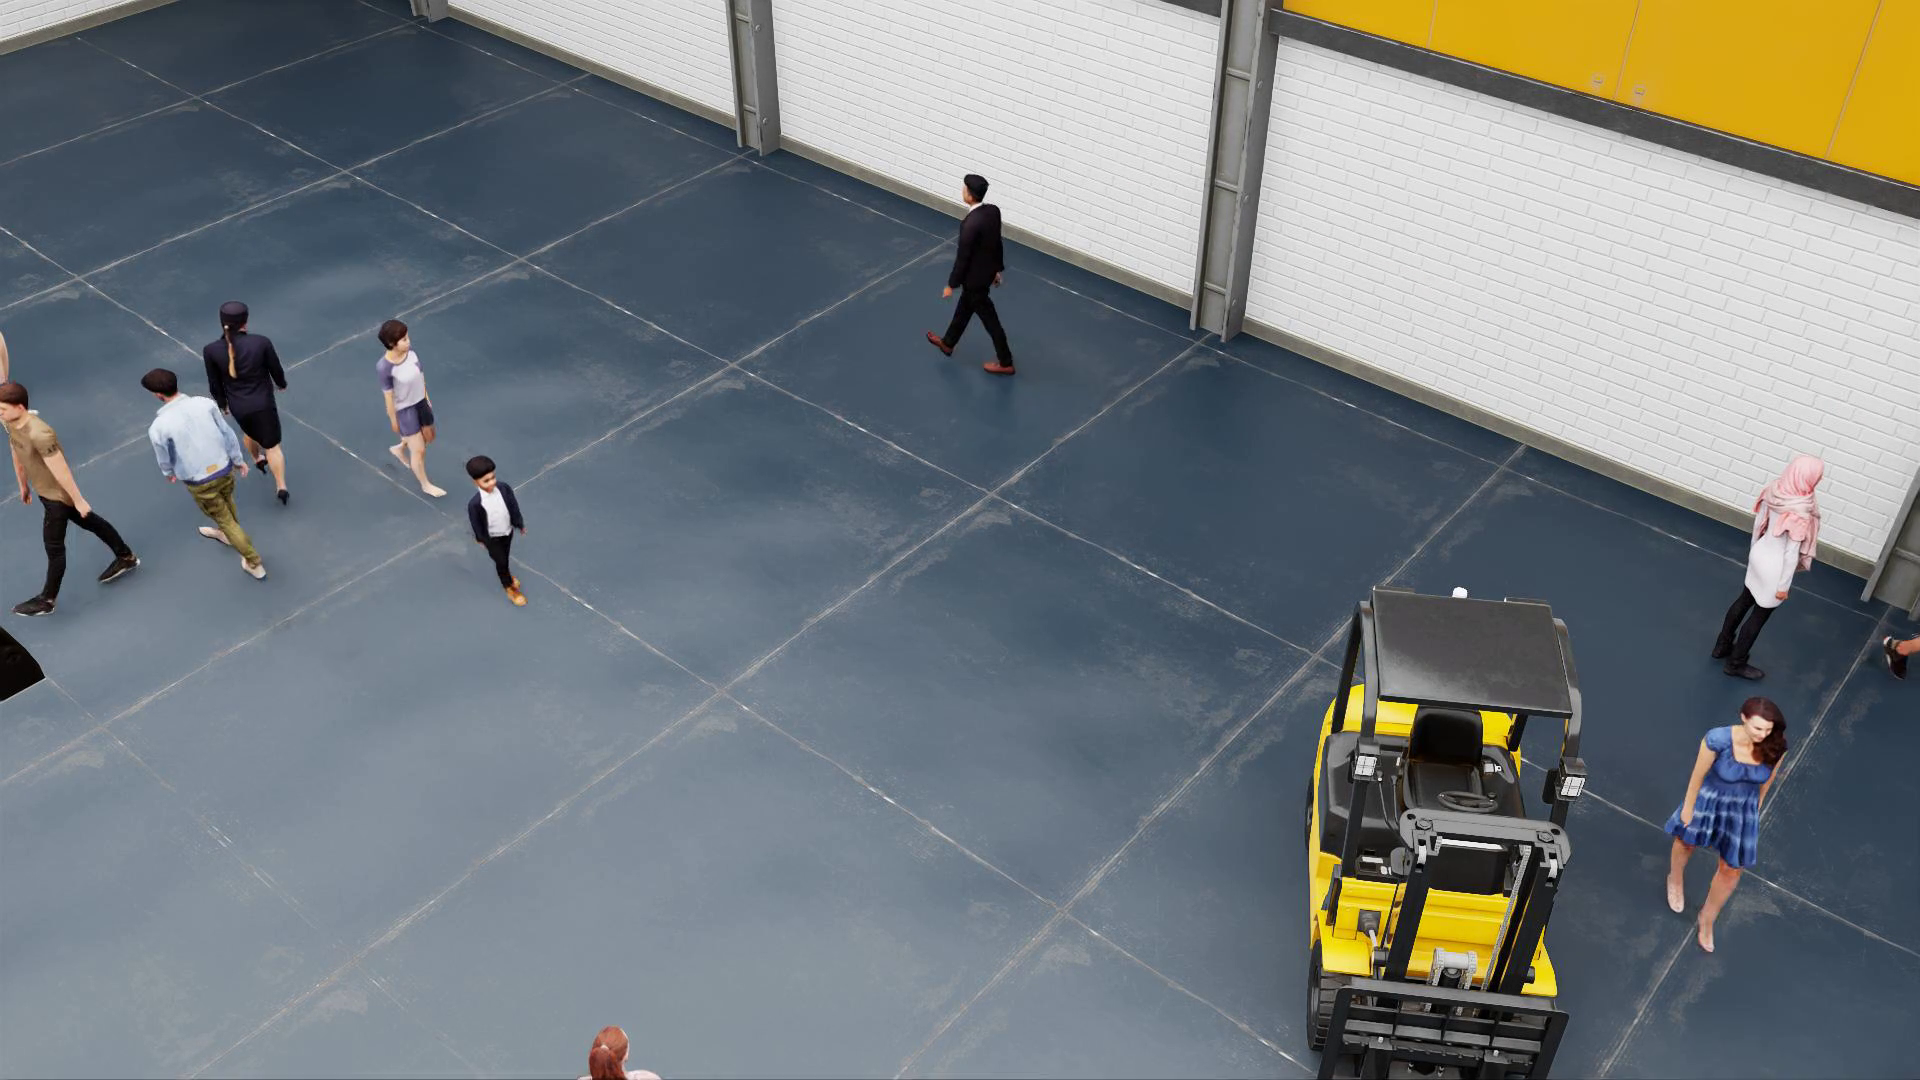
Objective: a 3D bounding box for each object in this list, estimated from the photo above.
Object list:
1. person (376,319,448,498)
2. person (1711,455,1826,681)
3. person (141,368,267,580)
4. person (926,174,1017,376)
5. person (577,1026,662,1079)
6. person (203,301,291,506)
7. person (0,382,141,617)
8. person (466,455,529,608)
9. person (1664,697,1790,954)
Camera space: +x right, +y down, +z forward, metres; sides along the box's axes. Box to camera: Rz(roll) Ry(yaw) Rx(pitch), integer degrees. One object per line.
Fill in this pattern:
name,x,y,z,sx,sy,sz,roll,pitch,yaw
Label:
person,-4.385,-1.061,13.063,0.877,1.544,0.718,15,41,18
person,5.513,0.173,11.309,0.794,1.804,0.742,-2,39,-2
person,-5.425,-0.438,12.095,1.012,1.777,0.778,26,45,29
person,0.244,-2.216,14.277,1.228,1.833,0.910,16,41,19
person,-1.571,2.906,7.937,0.646,1.742,0.713,-2,39,-3
person,-5.484,-1.013,12.941,1.021,1.620,1.137,-11,40,-13
person,-6.431,-0.377,11.995,1.111,1.807,0.751,29,47,31
person,-3.423,-0.127,12.161,0.687,1.208,0.522,28,47,31
person,4.374,1.523,9.633,0.892,1.786,0.923,5,39,6
